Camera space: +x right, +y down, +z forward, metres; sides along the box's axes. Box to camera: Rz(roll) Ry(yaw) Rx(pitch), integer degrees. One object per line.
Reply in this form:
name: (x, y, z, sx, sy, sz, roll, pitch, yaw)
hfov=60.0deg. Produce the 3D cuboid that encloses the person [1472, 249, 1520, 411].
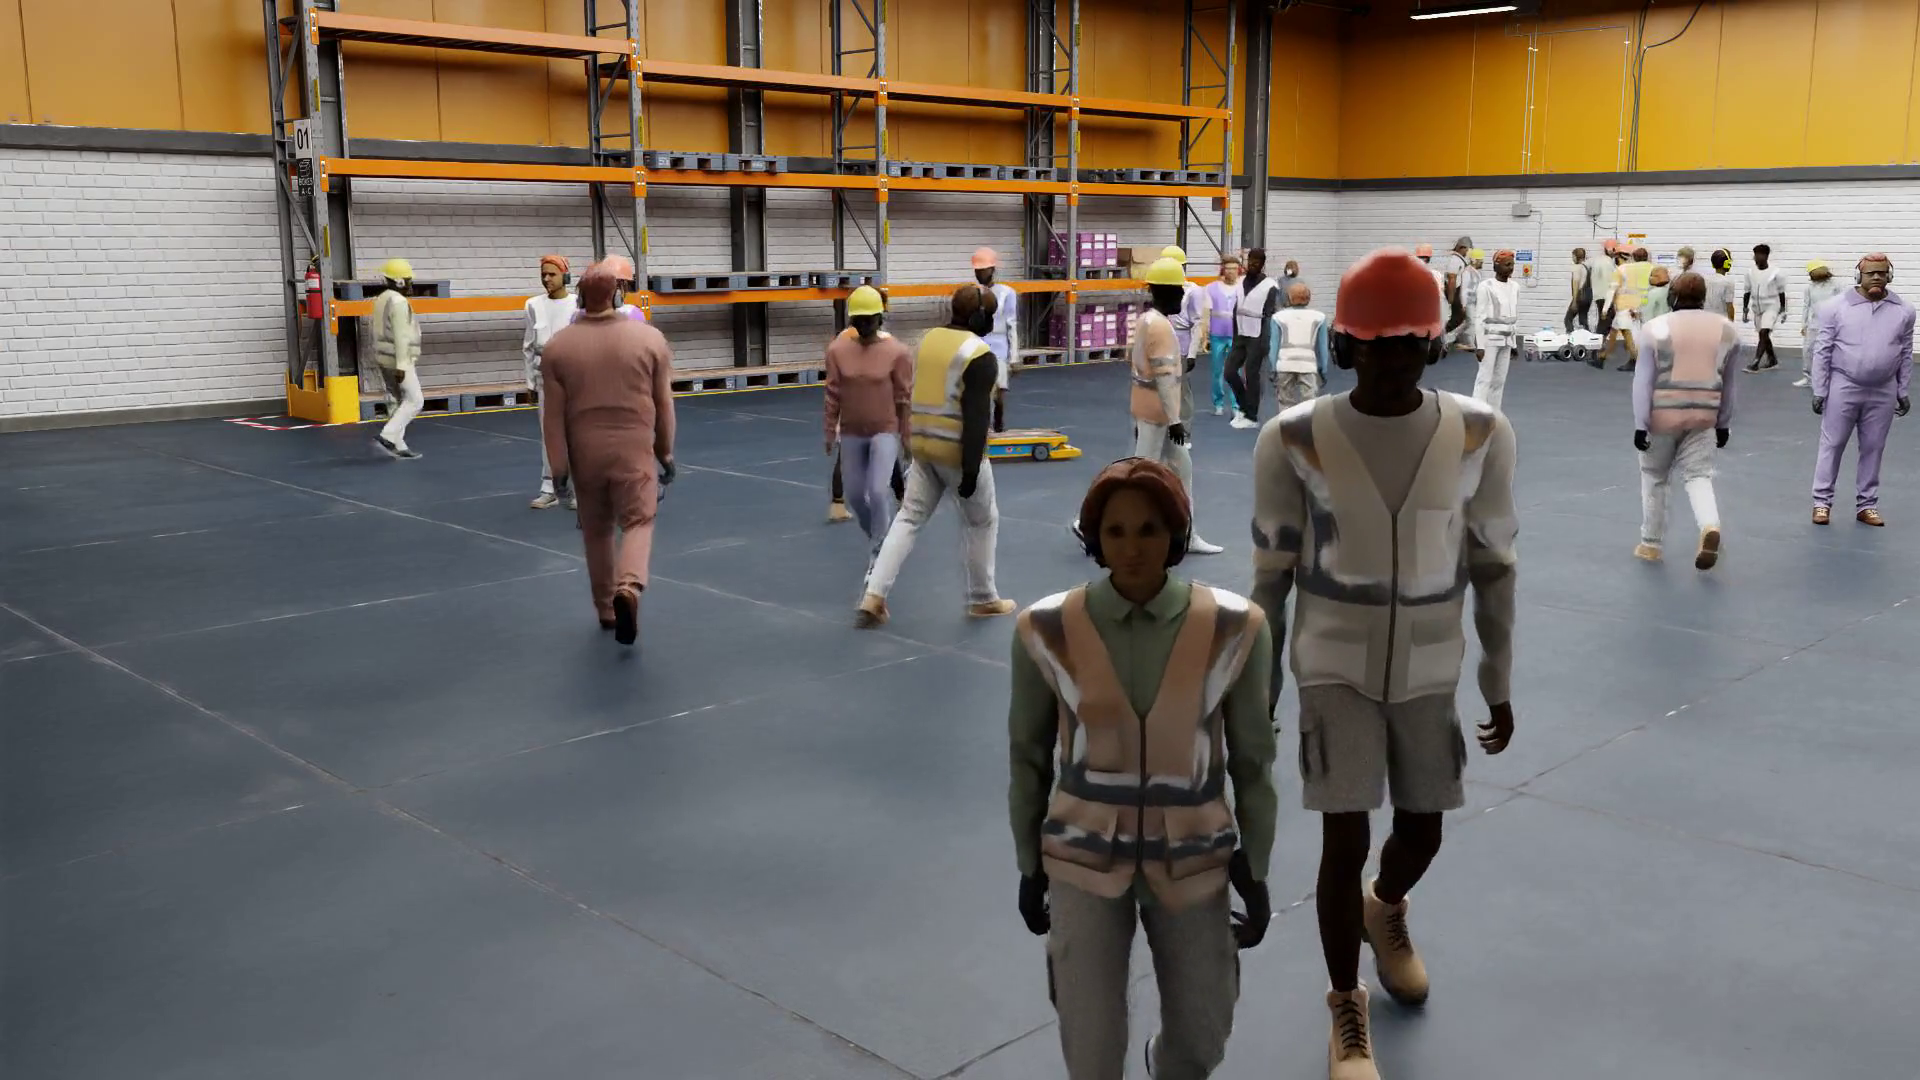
person: (5.386, -1.964, 16.684, 0.577, 1.882, 0.349, -7, 12, -32)

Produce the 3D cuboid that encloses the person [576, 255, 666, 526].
person: (-2.413, -1.056, 11.760, 0.546, 1.884, 1.009, 6, 12, 28)

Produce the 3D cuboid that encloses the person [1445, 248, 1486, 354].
person: (8.689, -4.096, 28.556, 0.666, 1.807, 0.592, 8, 13, 37)

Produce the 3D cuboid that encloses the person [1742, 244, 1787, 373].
person: (12.002, -3.446, 24.781, 0.990, 1.891, 0.609, -6, 12, -29)

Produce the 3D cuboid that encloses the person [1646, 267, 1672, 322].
person: (9.142, -2.751, 21.697, 0.504, 1.615, 0.560, -7, 13, -35)

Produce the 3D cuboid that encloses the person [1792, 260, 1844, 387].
person: (11.382, -2.835, 21.956, 0.614, 1.698, 0.348, 10, 14, 43)

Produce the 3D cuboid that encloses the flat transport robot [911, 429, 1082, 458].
flat transport robot: (0.321, -0.861, 15.069, 1.431, 0.197, 0.652, -4, 11, -19)

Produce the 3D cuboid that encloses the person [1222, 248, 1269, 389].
person: (3.622, -2.780, 21.188, 0.634, 1.871, 0.969, 2, 11, 10)

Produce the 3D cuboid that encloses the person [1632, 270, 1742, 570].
person: (4.402, -0.718, 10.089, 0.632, 1.819, 0.782, 0, 10, 1)

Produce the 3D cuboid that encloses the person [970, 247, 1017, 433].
person: (0.232, -1.665, 14.950, 0.563, 1.918, 0.429, 3, 11, 16)

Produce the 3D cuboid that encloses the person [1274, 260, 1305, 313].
person: (5.566, -3.899, 27.951, 0.506, 1.617, 0.610, 9, 14, 40)

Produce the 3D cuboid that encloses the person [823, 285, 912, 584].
person: (-0.526, -0.645, 9.882, 0.536, 1.740, 0.632, 2, 11, 10)

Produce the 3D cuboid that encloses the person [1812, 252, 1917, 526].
person: (6.293, -1.043, 11.597, 0.649, 1.906, 0.401, 2, 11, 11)

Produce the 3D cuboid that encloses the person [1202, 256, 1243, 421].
person: (2.951, -2.221, 18.345, 0.573, 1.796, 0.986, 1, 10, 7)

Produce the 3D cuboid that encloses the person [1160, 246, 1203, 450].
person: (2.004, -1.783, 15.601, 0.381, 1.918, 0.584, -8, 13, -36)

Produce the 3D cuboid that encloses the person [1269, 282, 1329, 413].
person: (3.032, -1.498, 14.891, 0.528, 1.614, 0.570, 1, 10, 6)

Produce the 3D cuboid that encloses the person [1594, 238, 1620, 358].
person: (10.720, -4.010, 27.568, 0.421, 1.977, 0.633, 5, 12, 27)

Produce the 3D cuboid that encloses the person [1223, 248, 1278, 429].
person: (3.030, -2.086, 17.318, 0.458, 1.888, 0.634, -6, 12, -31)

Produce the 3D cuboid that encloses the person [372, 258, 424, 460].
person: (-5.032, -1.608, 14.902, 0.430, 1.820, 0.597, -8, 13, -37)

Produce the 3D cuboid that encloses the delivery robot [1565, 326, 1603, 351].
delivery robot: (10.071, -3.232, 26.969, 0.707, 0.478, 0.477, -5, 11, -25)

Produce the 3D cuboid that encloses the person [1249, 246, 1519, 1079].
person: (1.012, 0.294, 4.079, 0.641, 2.009, 0.780, 1, 10, 3)

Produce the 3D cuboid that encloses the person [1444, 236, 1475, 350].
person: (8.837, -4.385, 29.454, 0.566, 2.000, 0.716, 5, 11, 25)

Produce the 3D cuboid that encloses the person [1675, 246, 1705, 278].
person: (9.429, -2.847, 21.528, 0.940, 1.868, 0.640, 0, 10, 2)

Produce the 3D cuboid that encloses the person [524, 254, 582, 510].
person: (-2.945, -1.159, 12.296, 0.574, 1.882, 0.358, 2, 11, 12)

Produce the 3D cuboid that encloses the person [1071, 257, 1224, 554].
person: (1.181, -0.823, 10.452, 0.917, 1.892, 0.588, 1, 10, 7)

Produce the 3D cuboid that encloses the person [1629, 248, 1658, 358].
person: (11.258, -3.922, 27.593, 0.650, 1.814, 0.520, 2, 11, 10)

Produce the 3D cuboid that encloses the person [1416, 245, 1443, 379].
person: (6.583, -3.251, 23.710, 0.567, 1.877, 1.005, 5, 11, 24)

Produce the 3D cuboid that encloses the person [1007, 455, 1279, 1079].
person: (0.349, 0.628, 3.255, 0.514, 1.629, 0.585, 1, 10, 5)

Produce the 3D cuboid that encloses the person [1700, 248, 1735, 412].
person: (8.656, -2.385, 19.002, 0.328, 1.877, 0.511, -4, 11, -22)

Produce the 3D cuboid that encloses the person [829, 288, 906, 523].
person: (-0.646, -0.966, 11.869, 0.548, 1.641, 0.888, 6, 12, 29)

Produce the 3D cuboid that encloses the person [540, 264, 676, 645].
person: (-1.748, -0.427, 8.312, 0.643, 1.884, 0.808, -1, 10, -5)

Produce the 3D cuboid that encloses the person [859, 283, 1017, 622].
person: (-0.124, -0.435, 8.651, 0.882, 1.793, 0.646, -9, 14, -40)

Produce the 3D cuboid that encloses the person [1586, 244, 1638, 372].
person: (9.819, -3.479, 24.932, 0.698, 1.873, 0.952, -9, 14, -40)

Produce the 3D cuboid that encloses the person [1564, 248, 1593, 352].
person: (10.431, -4.017, 28.063, 0.546, 1.811, 0.583, -7, 13, -34)

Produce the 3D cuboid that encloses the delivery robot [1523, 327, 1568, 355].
delivery robot: (9.397, -3.183, 26.697, 0.707, 0.478, 0.477, -5, 11, -25)
